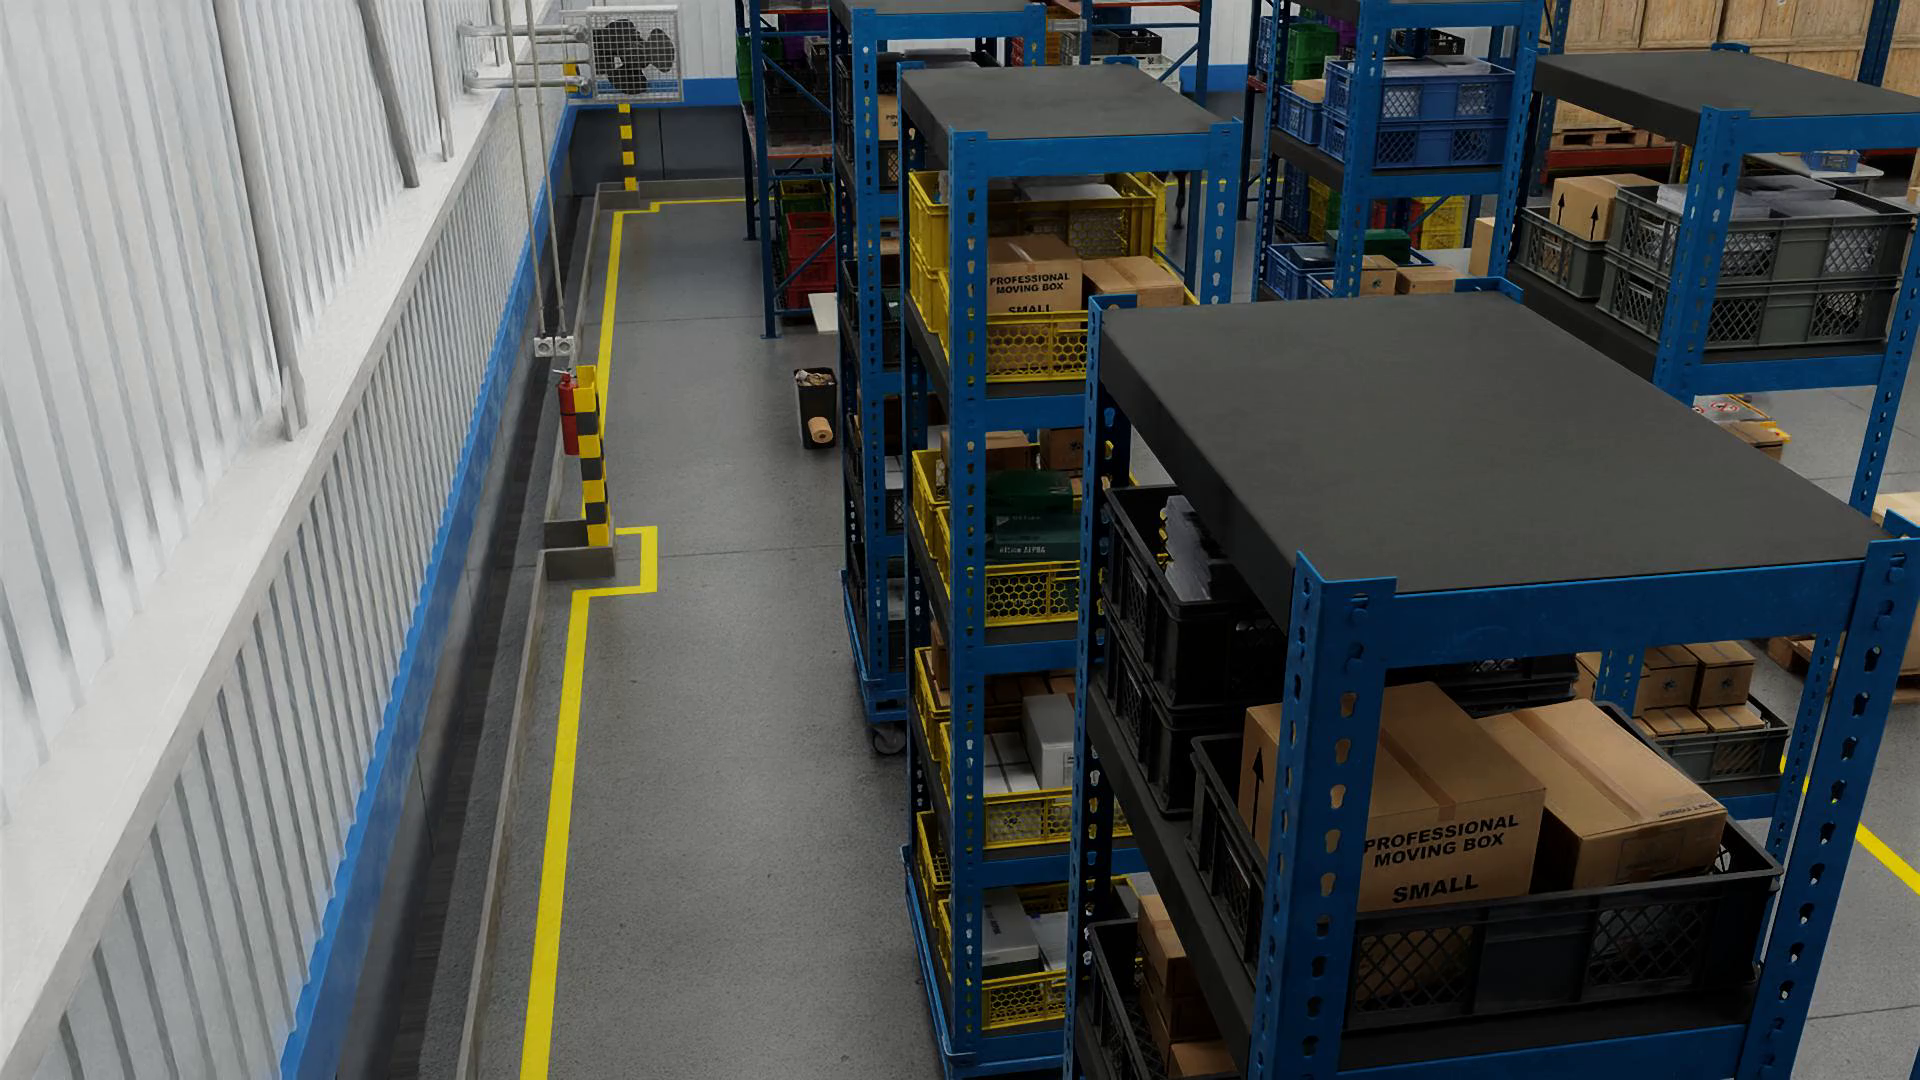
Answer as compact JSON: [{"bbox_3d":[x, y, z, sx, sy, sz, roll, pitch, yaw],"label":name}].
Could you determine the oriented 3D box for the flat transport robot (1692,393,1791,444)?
[{"bbox_3d":[5.224,-0.859,12.132,1.431,0.197,0.652,-4,25,-8],"label":"flat transport robot"}]

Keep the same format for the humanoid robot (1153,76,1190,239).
[{"bbox_3d":[2.194,-4.002,17.334,0.589,1.637,0.673,4,25,8],"label":"humanoid robot"}]

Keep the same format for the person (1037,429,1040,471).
[{"bbox_3d":[0.603,-0.756,10.024,0.339,1.874,0.580,-8,26,-18],"label":"person"}]
